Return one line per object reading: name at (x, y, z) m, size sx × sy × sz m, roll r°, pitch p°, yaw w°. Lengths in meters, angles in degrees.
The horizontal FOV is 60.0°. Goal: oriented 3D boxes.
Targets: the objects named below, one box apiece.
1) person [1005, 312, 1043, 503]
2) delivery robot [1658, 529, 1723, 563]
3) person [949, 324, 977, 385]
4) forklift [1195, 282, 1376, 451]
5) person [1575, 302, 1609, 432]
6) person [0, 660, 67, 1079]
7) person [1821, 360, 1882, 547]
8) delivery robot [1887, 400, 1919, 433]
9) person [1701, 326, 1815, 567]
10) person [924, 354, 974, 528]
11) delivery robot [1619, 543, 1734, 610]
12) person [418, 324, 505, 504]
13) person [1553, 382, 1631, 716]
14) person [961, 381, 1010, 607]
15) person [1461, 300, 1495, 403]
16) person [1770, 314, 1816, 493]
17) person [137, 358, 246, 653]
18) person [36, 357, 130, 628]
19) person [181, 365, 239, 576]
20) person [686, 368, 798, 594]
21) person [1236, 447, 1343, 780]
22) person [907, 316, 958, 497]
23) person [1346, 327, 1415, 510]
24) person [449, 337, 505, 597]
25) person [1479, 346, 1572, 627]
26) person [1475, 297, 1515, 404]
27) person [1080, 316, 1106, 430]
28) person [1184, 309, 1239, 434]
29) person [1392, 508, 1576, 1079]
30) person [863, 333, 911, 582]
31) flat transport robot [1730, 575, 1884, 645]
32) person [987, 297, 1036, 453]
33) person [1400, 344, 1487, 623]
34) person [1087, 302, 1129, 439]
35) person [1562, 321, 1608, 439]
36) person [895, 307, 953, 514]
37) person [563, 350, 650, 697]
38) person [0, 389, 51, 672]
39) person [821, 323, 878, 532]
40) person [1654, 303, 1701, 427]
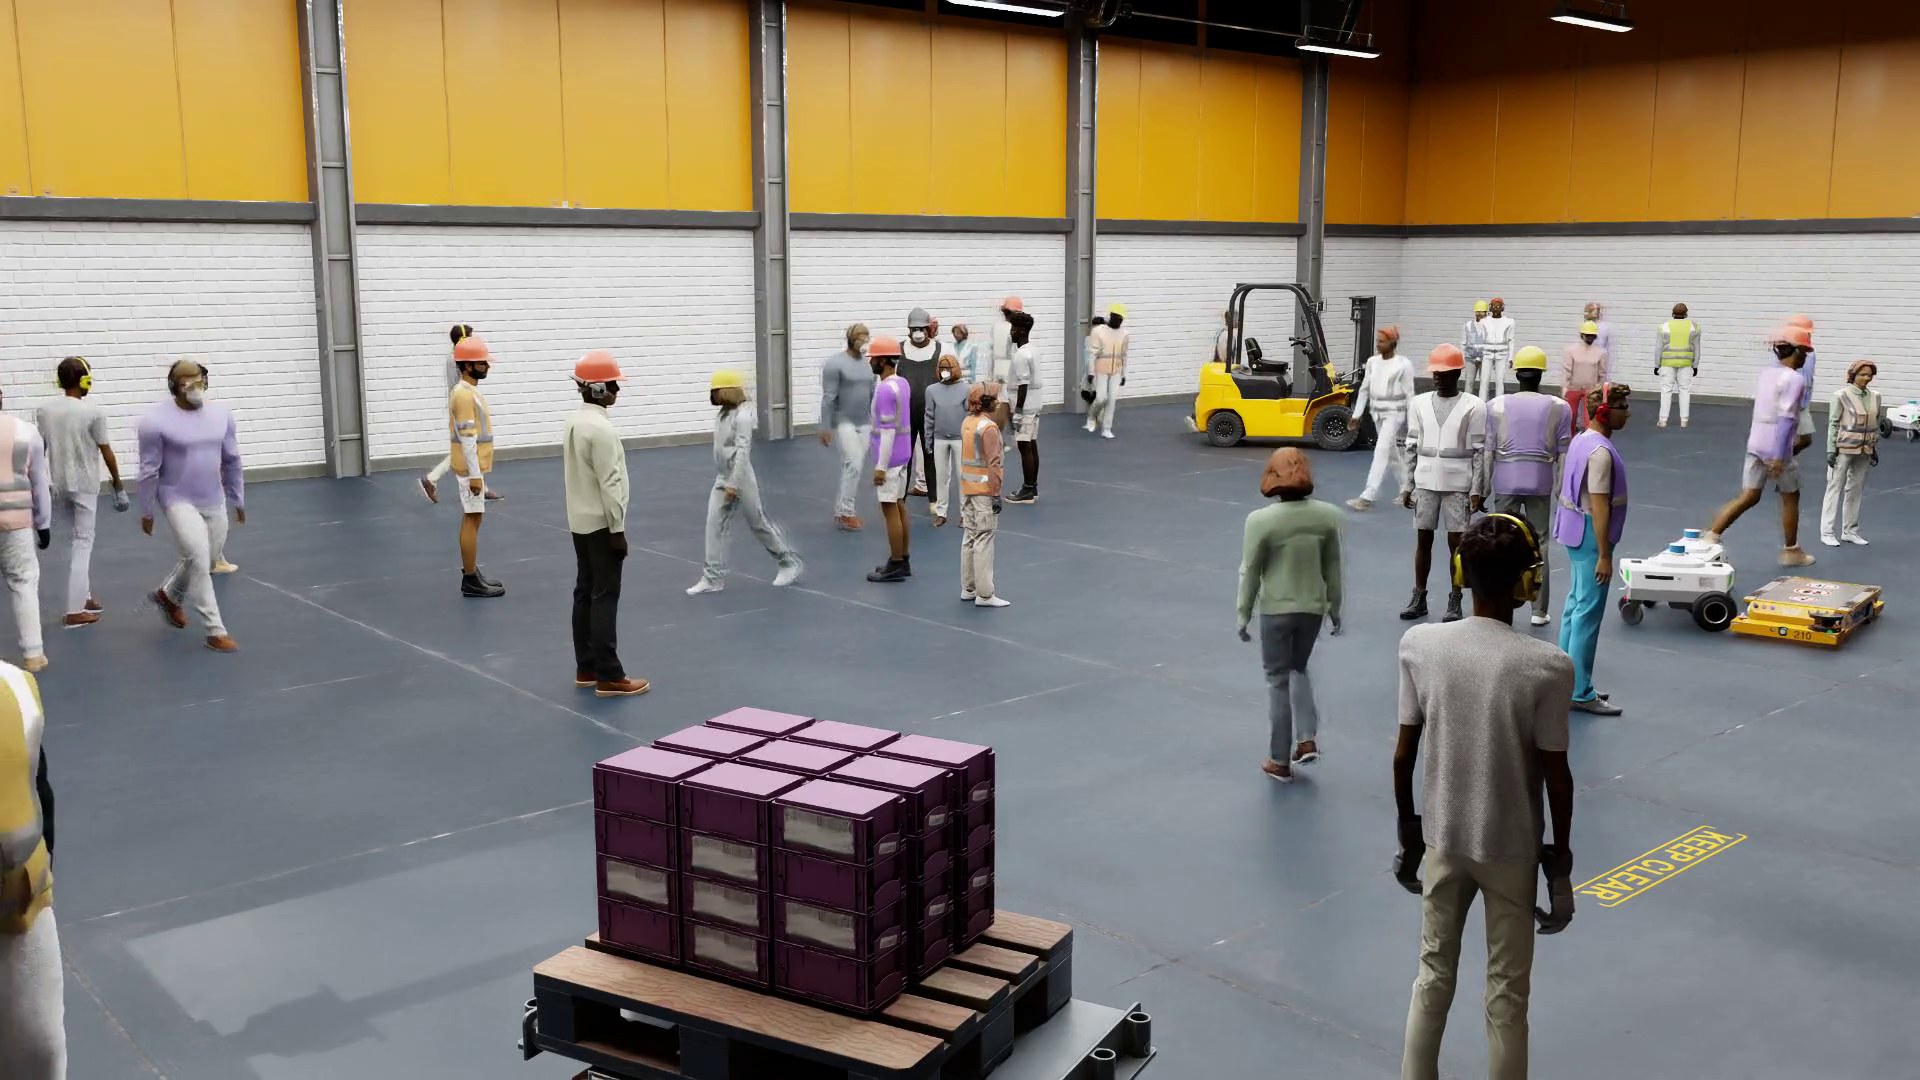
person at (0.656, -1.358, 17.106) m, size 0.373 × 1.966 × 0.605 m, roll 3°, pitch 10°, yaw 17°
delivery robot at (5.284, 0.164, 12.047) m, size 0.477 × 0.478 × 0.707 m, roll 7°, pitch 12°, yaw 34°
person at (0.000, -2.110, 22.533) m, size 0.526 × 1.619 × 0.590 m, roll 6°, pitch 11°, yaw 31°
forklift at (4.328, -2.346, 22.227) m, size 2.313 × 2.155 × 1.214 m, roll 3°, pitch 10°, yaw 16°
person at (8.857, -2.435, 23.640) m, size 0.757 × 1.880 × 0.681 m, roll 0°, pitch 10°, yaw 2°
person at (-2.552, 0.936, 4.133) m, size 0.793 × 1.815 × 0.631 m, roll 5°, pitch 11°, yaw 26°
person at (7.813, -0.759, 14.564) m, size 0.523 × 1.636 × 0.310 m, roll -3°, pitch 10°, yaw -15°
delivery robot at (13.096, -1.691, 22.908) m, size 0.477 × 0.478 × 0.707 m, roll 0°, pitch 10°, yaw 1°
person at (6.530, -0.744, 13.512) m, size 0.982 × 1.986 × 0.654 m, roll -1°, pitch 10°, yaw -6°
person at (-0.094, -0.926, 15.579) m, size 0.505 × 1.627 × 0.290 m, roll 3°, pitch 10°, yaw 15°
delivery robot at (4.927, 0.265, 11.460) m, size 0.707 × 0.478 × 0.477 m, roll 3°, pitch 10°, yaw 16°
person at (-5.135, -1.284, 17.025) m, size 0.808 × 1.847 × 0.525 m, roll -4°, pitch 11°, yaw -24°
person at (3.517, 0.039, 9.279) m, size 0.379 × 1.844 × 0.570 m, roll 2°, pitch 10°, yaw 10°
person at (0.161, -0.334, 12.066) m, size 0.306 × 1.639 × 0.523 m, roll -4°, pitch 11°, yaw -23°
person at (8.260, -2.887, 26.448) m, size 0.591 × 1.833 × 0.404 m, roll 4°, pitch 11°, yaw 24°
person at (8.866, -1.450, 17.766) m, size 0.549 × 1.924 × 0.503 m, roll -3°, pitch 10°, yaw -16°
person at (-5.029, -0.242, 10.794) m, size 0.896 × 1.902 × 0.655 m, roll 7°, pitch 12°, yaw 35°
person at (-6.058, -0.341, 11.510) m, size 0.518 × 1.840 × 0.673 m, roll 2°, pitch 10°, yaw 12°
person at (-6.051, -0.555, 13.207) m, size 0.532 × 1.692 × 0.320 m, roll 3°, pitch 10°, yaw 16°
person at (-1.650, -0.459, 12.612) m, size 0.870 × 1.706 × 0.488 m, roll -9°, pitch 13°, yaw -42°
person at (1.592, 0.354, 8.079) m, size 0.534 × 1.615 × 0.344 m, roll -3°, pitch 10°, yaw -17°
person at (-0.337, -1.413, 17.604) m, size 0.638 × 1.910 × 0.407 m, roll -7°, pitch 12°, yaw -35°
person at (4.302, -1.227, 16.748) m, size 0.972 × 1.839 × 0.580 m, roll -5°, pitch 11°, yaw -26°
person at (-3.618, -0.544, 12.422) m, size 0.360 × 1.939 × 0.543 m, roll -3°, pitch 10°, yaw -16°
person at (3.867, -0.366, 11.423) m, size 0.593 × 1.922 × 0.383 m, roll 3°, pitch 10°, yaw 15°
person at (8.437, -2.881, 26.263) m, size 0.584 × 1.882 × 0.337 m, roll 3°, pitch 10°, yaw 18°
person at (2.019, -2.436, 24.256) m, size 0.434 × 1.671 × 0.531 m, roll -7°, pitch 12°, yaw -37°
person at (3.658, -2.366, 23.521) m, size 0.882 × 1.805 × 0.560 m, roll 0°, pitch 10°, yaw 2°
person at (1.417, 0.843, 4.507) m, size 0.514 × 1.872 × 0.328 m, roll 8°, pitch 12°, yaw 39°
person at (-0.574, -0.636, 12.967) m, size 0.373 × 1.934 × 0.551 m, roll 2°, pitch 10°, yaw 12°
flat transport robot at (5.830, 0.463, 11.405) m, size 0.652 × 0.197 × 1.431 m, roll 8°, pitch 12°, yaw 39°
person at (0.737, -2.126, 21.486) m, size 0.960 × 2.002 × 0.644 m, roll -8°, pitch 12°, yaw -39°
person at (3.329, -0.385, 11.493) m, size 0.553 × 1.935 × 0.361 m, roll 6°, pitch 12°, yaw 33°
person at (2.057, -2.370, 23.224) m, size 0.625 × 1.894 × 0.553 m, roll -3°, pitch 10°, yaw -20°
person at (7.842, -1.895, 20.922) m, size 0.531 × 1.732 × 0.823 m, roll 3°, pitch 10°, yaw 16°
person at (-0.398, -1.258, 16.303) m, size 0.674 × 2.000 × 0.537 m, roll 0°, pitch 10°, yaw 1°
person at (-2.081, -0.095, 9.628) m, size 0.377 × 1.995 × 0.608 m, roll -7°, pitch 12°, yaw -34°
person at (-5.869, -0.084, 10.053) m, size 0.667 × 1.834 × 0.429 m, roll -6°, pitch 12°, yaw -33°
person at (-0.950, -1.027, 15.298) m, size 0.624 × 1.918 × 0.658 m, roll 8°, pitch 13°, yaw 41°
person at (10.640, -2.593, 24.707) m, size 0.634 × 1.841 × 0.429 m, roll 3°, pitch 10°, yaw 15°
